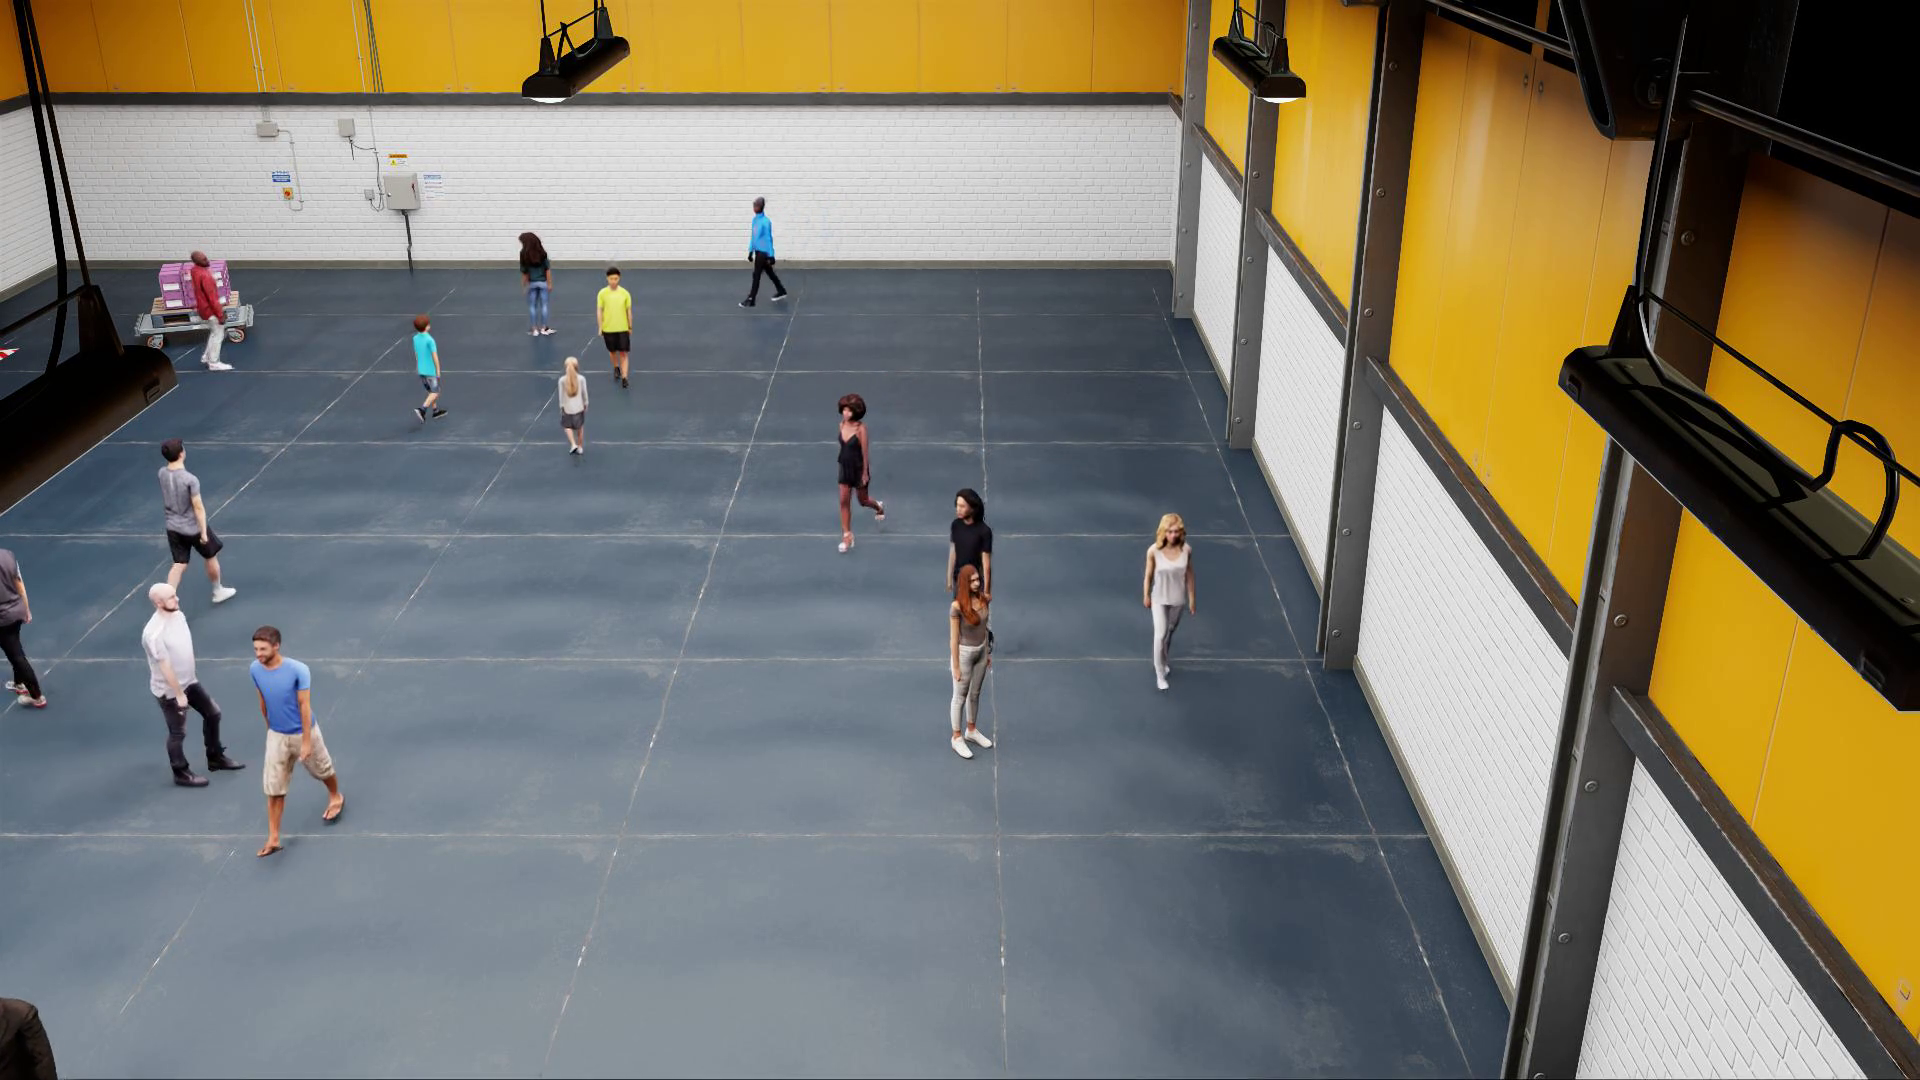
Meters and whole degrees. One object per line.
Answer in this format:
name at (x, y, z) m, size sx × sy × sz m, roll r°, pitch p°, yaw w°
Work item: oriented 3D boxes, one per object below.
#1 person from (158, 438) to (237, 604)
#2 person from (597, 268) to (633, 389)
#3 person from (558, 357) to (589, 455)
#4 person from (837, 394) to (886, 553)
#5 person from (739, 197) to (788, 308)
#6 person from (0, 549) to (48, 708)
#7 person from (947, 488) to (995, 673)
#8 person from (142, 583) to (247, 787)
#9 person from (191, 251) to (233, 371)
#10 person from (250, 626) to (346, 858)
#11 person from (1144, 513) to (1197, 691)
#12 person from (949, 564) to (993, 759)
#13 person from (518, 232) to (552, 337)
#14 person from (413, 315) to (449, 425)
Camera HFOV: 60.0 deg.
person at (-7.758, -0.095, 16.514) m, size 0.890 × 1.850 × 1.221 m, roll 7°, pitch 25°, yaw 15°
person at (-4.861, -3.005, 23.407) m, size 0.729 × 1.662 × 1.147 m, roll -3°, pitch 24°, yaw -8°
person at (-4.833, -1.661, 20.819) m, size 0.638 × 1.270 × 0.700 m, roll -10°, pitch 25°, yaw -21°
person at (-1.108, -0.761, 18.143) m, size 0.894 × 1.765 × 1.074 m, roll 14°, pitch 27°, yaw 30°
person at (-3.140, -4.690, 27.153) m, size 1.148 × 1.748 × 1.183 m, roll -17°, pitch 29°, yaw -34°
person at (-8.432, 0.711, 14.803) m, size 0.823 × 1.742 × 0.823 m, roll 7°, pitch 24°, yaw 15°
person at (0.147, 0.350, 15.534) m, size 0.862 × 1.819 × 0.925 m, roll 18°, pitch 29°, yaw 35°
person at (-6.482, 1.196, 13.603) m, size 0.760 × 1.815 × 0.697 m, roll 3°, pitch 24°, yaw 6°
person at (-10.806, -3.304, 23.939) m, size 0.846 × 1.783 × 0.954 m, roll 20°, pitch 30°, yaw 37°
person at (-5.152, 1.469, 12.983) m, size 0.723 × 1.812 × 1.243 m, roll 2°, pitch 24°, yaw 4°
person at (1.923, 0.498, 15.420) m, size 0.689 × 1.639 × 0.961 m, roll -4°, pitch 24°, yaw -10°
person at (0.073, 1.002, 14.162) m, size 0.714 × 1.724 × 0.651 m, roll 21°, pitch 31°, yaw 39°
person at (-6.525, -3.961, 25.660) m, size 0.713 × 1.608 × 0.720 m, roll -3°, pitch 24°, yaw -7°
person at (-7.064, -2.241, 21.936) m, size 0.767 × 1.438 × 0.913 m, roll 13°, pitch 27°, yaw 27°
